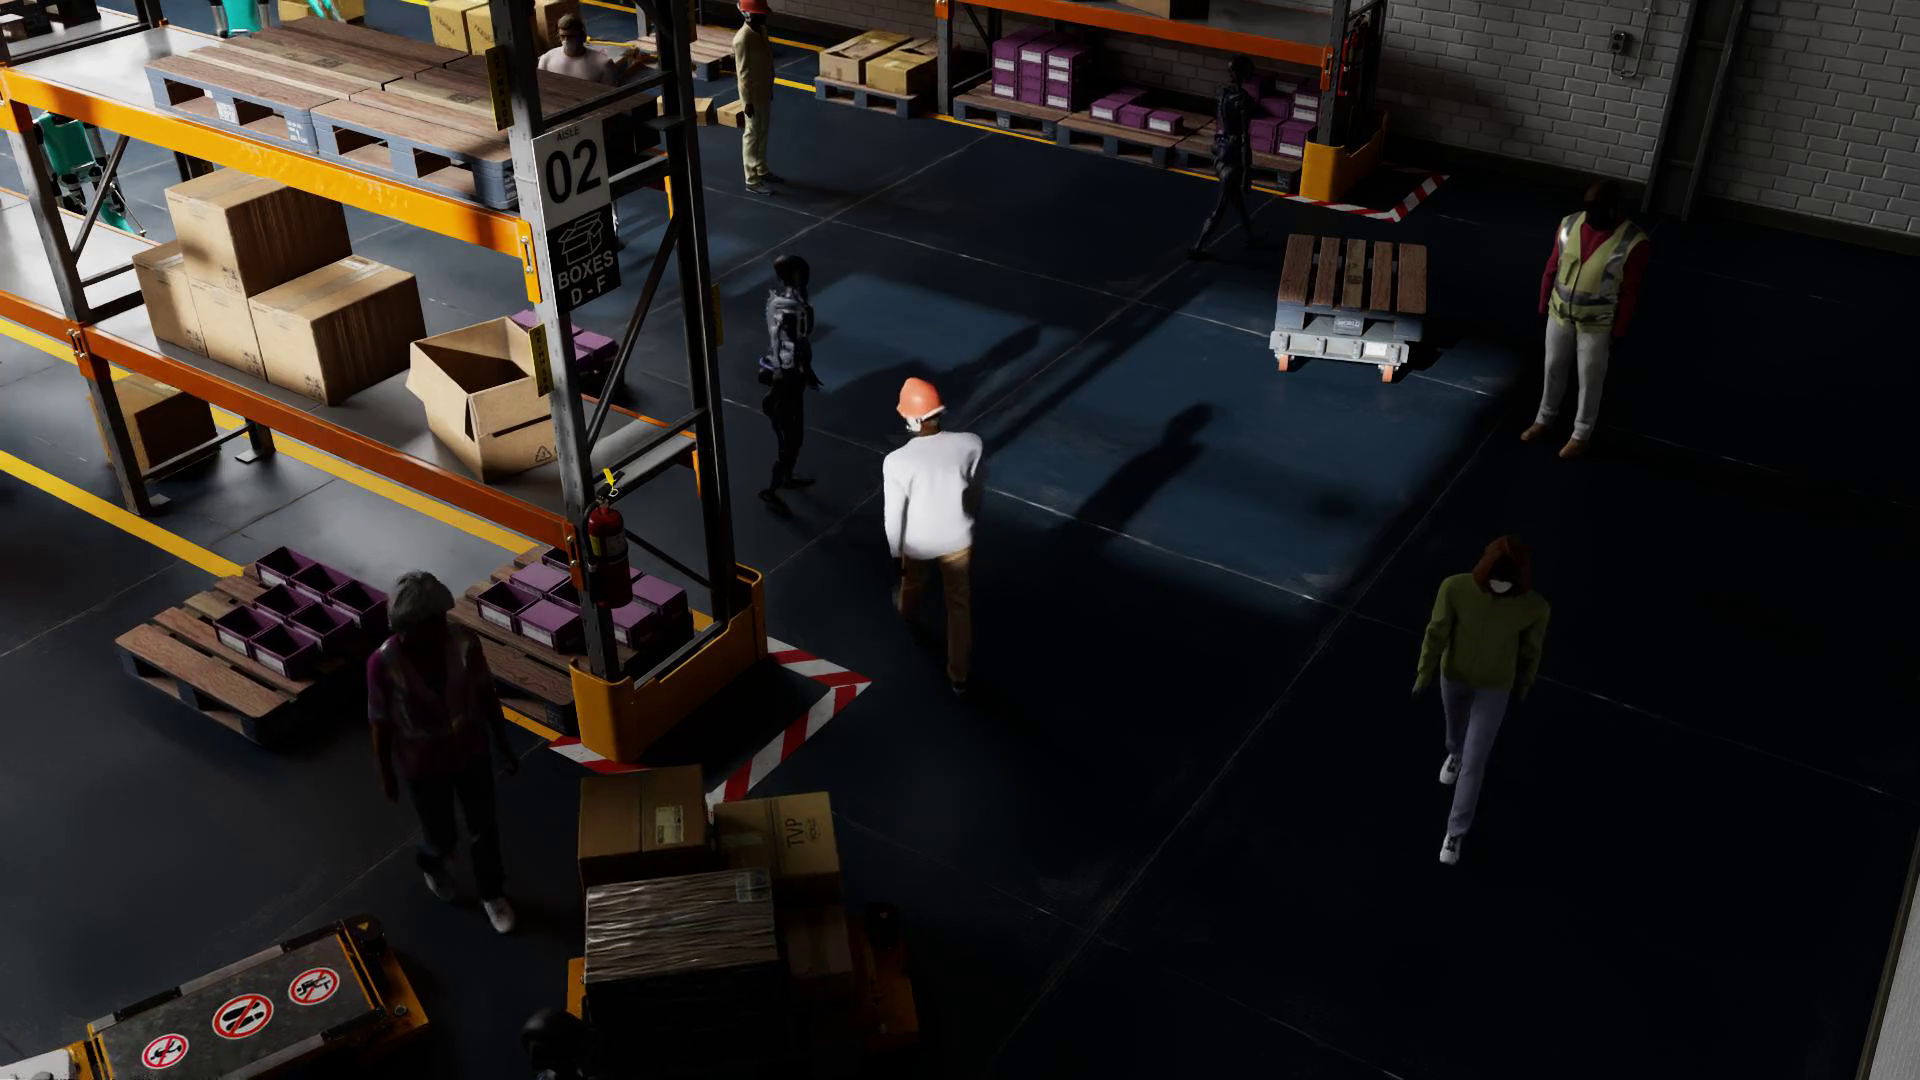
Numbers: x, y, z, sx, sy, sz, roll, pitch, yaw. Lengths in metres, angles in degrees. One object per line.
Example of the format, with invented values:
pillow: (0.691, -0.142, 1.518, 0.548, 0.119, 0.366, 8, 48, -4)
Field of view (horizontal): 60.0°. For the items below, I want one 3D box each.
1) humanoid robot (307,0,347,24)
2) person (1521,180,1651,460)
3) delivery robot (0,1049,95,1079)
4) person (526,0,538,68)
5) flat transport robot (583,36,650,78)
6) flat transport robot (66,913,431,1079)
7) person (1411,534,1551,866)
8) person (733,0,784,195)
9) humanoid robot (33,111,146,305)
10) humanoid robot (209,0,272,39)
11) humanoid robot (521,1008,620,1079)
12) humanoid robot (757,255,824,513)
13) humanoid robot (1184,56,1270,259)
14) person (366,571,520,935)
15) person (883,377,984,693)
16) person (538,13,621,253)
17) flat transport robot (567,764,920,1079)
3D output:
humanoid robot: (-6.837, -5.894, 17.679, 0.732, 1.866, 0.541, 20, 38, 28)
person: (3.969, -1.417, 10.623, 0.429, 1.831, 0.633, -27, 42, -35)
delivery robot: (-3.638, 2.207, 6.232, 0.780, 0.609, 0.523, -14, 36, -21)
person: (-3.949, -4.278, 14.908, 0.422, 1.951, 0.489, 5, 33, 7)
flat transport robot: (-3.870, -4.992, 17.546, 0.659, 0.231, 1.431, 8, 34, 12)
flat transport robot: (-2.959, 2.044, 6.731, 1.431, 0.231, 0.659, -20, 38, -28)
person: (2.370, 0.652, 7.659, 0.500, 1.582, 0.873, 17, 37, 24)
person: (-1.754, -3.921, 14.537, 0.340, 1.749, 0.571, 8, 34, 12)
humanoid robot: (-6.252, -2.432, 12.138, 0.735, 1.681, 0.533, 20, 38, 28)
humanoid robot: (-6.422, -4.175, 14.936, 0.590, 1.763, 0.886, 0, 33, 0)
humanoid robot: (-1.199, 2.102, 5.349, 0.314, 1.656, 0.616, 7, 34, 11)
humanoid robot: (-1.052, -0.958, 10.057, 0.369, 1.639, 0.584, 7, 34, 11)
humanoid robot: (2.210, -3.050, 13.307, 0.777, 1.623, 0.588, -6, 34, -10)
person: (-2.184, 0.902, 7.048, 0.548, 1.834, 0.477, -24, 40, -32)
person: (-0.148, -0.092, 8.695, 0.568, 1.696, 0.921, -9, 34, -14)
person: (-3.012, -3.241, 13.326, 0.628, 1.939, 0.373, 0, 33, 0)
flat transport robot: (-0.922, 1.895, 6.960, 1.431, 0.231, 0.659, -5, 33, -8)
